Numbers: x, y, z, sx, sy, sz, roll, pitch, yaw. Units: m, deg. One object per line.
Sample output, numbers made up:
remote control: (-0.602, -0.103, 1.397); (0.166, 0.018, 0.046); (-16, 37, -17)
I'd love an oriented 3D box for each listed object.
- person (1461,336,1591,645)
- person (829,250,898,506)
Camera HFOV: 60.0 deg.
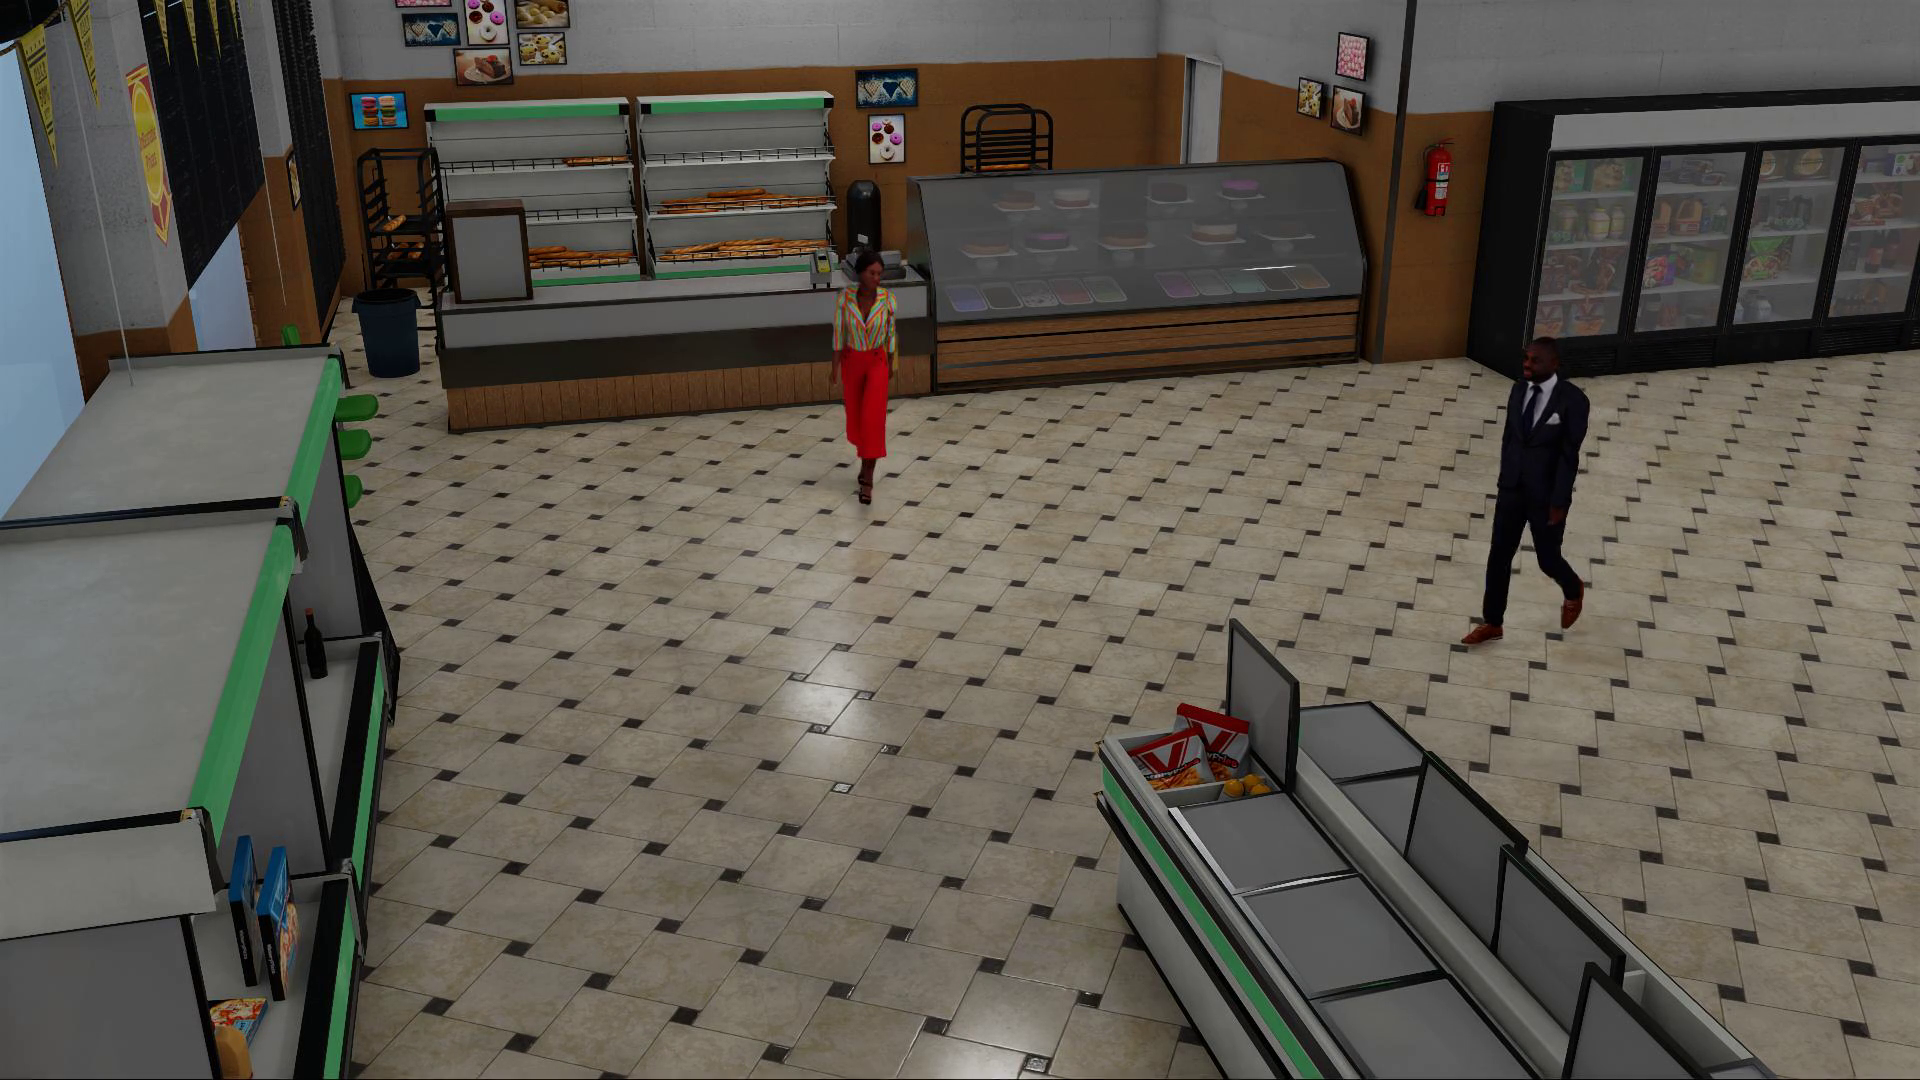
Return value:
person: (3.303, -0.267, 9.419); (0.997, 1.798, 1.097); (-15, 27, -33)
person: (-0.661, -1.170, 11.736); (0.841, 1.747, 1.143); (2, 22, 6)
